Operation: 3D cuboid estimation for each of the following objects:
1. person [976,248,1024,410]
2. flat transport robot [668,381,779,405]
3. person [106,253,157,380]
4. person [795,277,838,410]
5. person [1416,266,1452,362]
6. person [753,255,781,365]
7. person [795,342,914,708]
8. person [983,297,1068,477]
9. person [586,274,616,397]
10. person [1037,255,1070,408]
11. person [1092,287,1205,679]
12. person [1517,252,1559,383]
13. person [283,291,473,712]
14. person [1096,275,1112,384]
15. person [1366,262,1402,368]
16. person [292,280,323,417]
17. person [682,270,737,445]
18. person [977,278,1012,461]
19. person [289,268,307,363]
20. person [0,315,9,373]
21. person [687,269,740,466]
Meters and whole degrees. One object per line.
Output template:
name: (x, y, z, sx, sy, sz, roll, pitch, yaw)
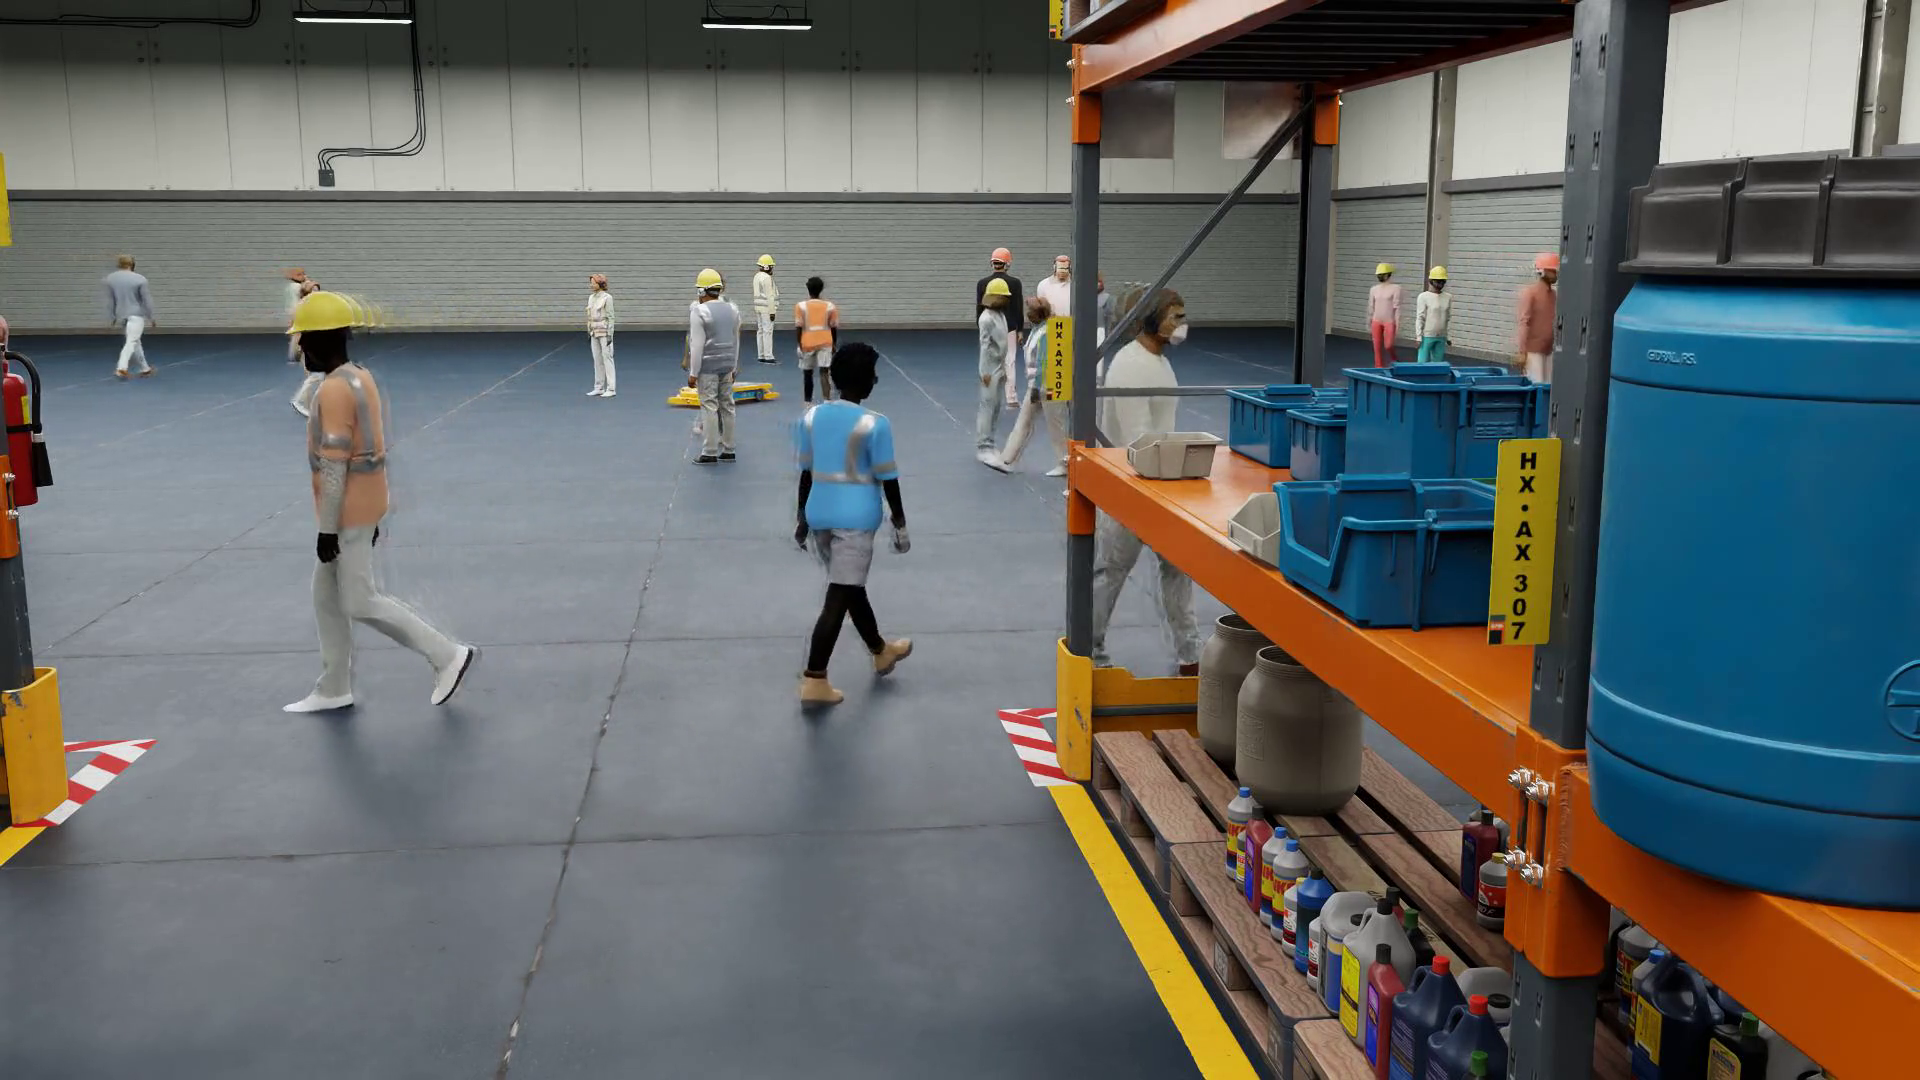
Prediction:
person: (0.505, -2.597, 20.531, 0.608, 1.996, 0.382, 4, 11, 20)
flat transport robot: (-3.029, -1.890, 21.390, 0.652, 0.197, 1.431, 6, 12, 31)
person: (-12.454, -3.349, 24.963, 0.649, 1.894, 1.025, 2, 10, 9)
person: (-1.735, -2.362, 20.193, 0.542, 1.651, 0.886, -3, 11, -15)
person: (5.960, -2.546, 20.886, 0.529, 1.767, 0.329, -4, 11, -23)
person: (-3.238, -3.856, 27.879, 0.404, 1.833, 0.590, -6, 12, -29)
person: (-0.478, -0.088, 7.711, 0.545, 1.640, 0.898, 9, 14, 41)
person: (0.633, -1.343, 14.725, 0.837, 1.592, 0.548, -2, 11, -12)
person: (-4.801, -2.731, 22.241, 0.522, 1.640, 0.306, 10, 14, 42)
person: (1.257, -2.583, 20.717, 0.638, 1.903, 0.409, 0, 10, 0)
person: (0.937, -0.211, 7.687, 0.881, 1.902, 0.645, 5, 11, 24)
person: (5.899, -1.954, 17.046, 0.635, 1.981, 0.562, -8, 13, -36)
person: (-2.634, -0.149, 7.394, 0.793, 1.905, 0.594, -3, 11, -15)
person: (1.961, -3.082, 24.317, 0.504, 1.587, 0.872, 2, 10, 8)
person: (6.275, -3.227, 24.629, 0.553, 1.752, 0.391, 10, 14, 43)
person: (-7.627, -2.240, 19.607, 0.372, 1.624, 0.512, 1, 10, 5)
person: (-2.561, -1.897, 17.249, 0.510, 1.805, 0.966, -9, 13, -39)
person: (0.338, -1.626, 15.911, 0.332, 1.743, 0.492, 4, 11, 21)
person: (-11.073, -3.799, 28.179, 0.739, 1.599, 0.517, -7, 13, -34)
person: (-7.243, -1.018, 12.121, 0.407, 1.910, 0.639, 4, 11, 22)
person: (-2.322, -1.613, 15.579, 0.403, 1.835, 0.588, 8, 13, 37)
